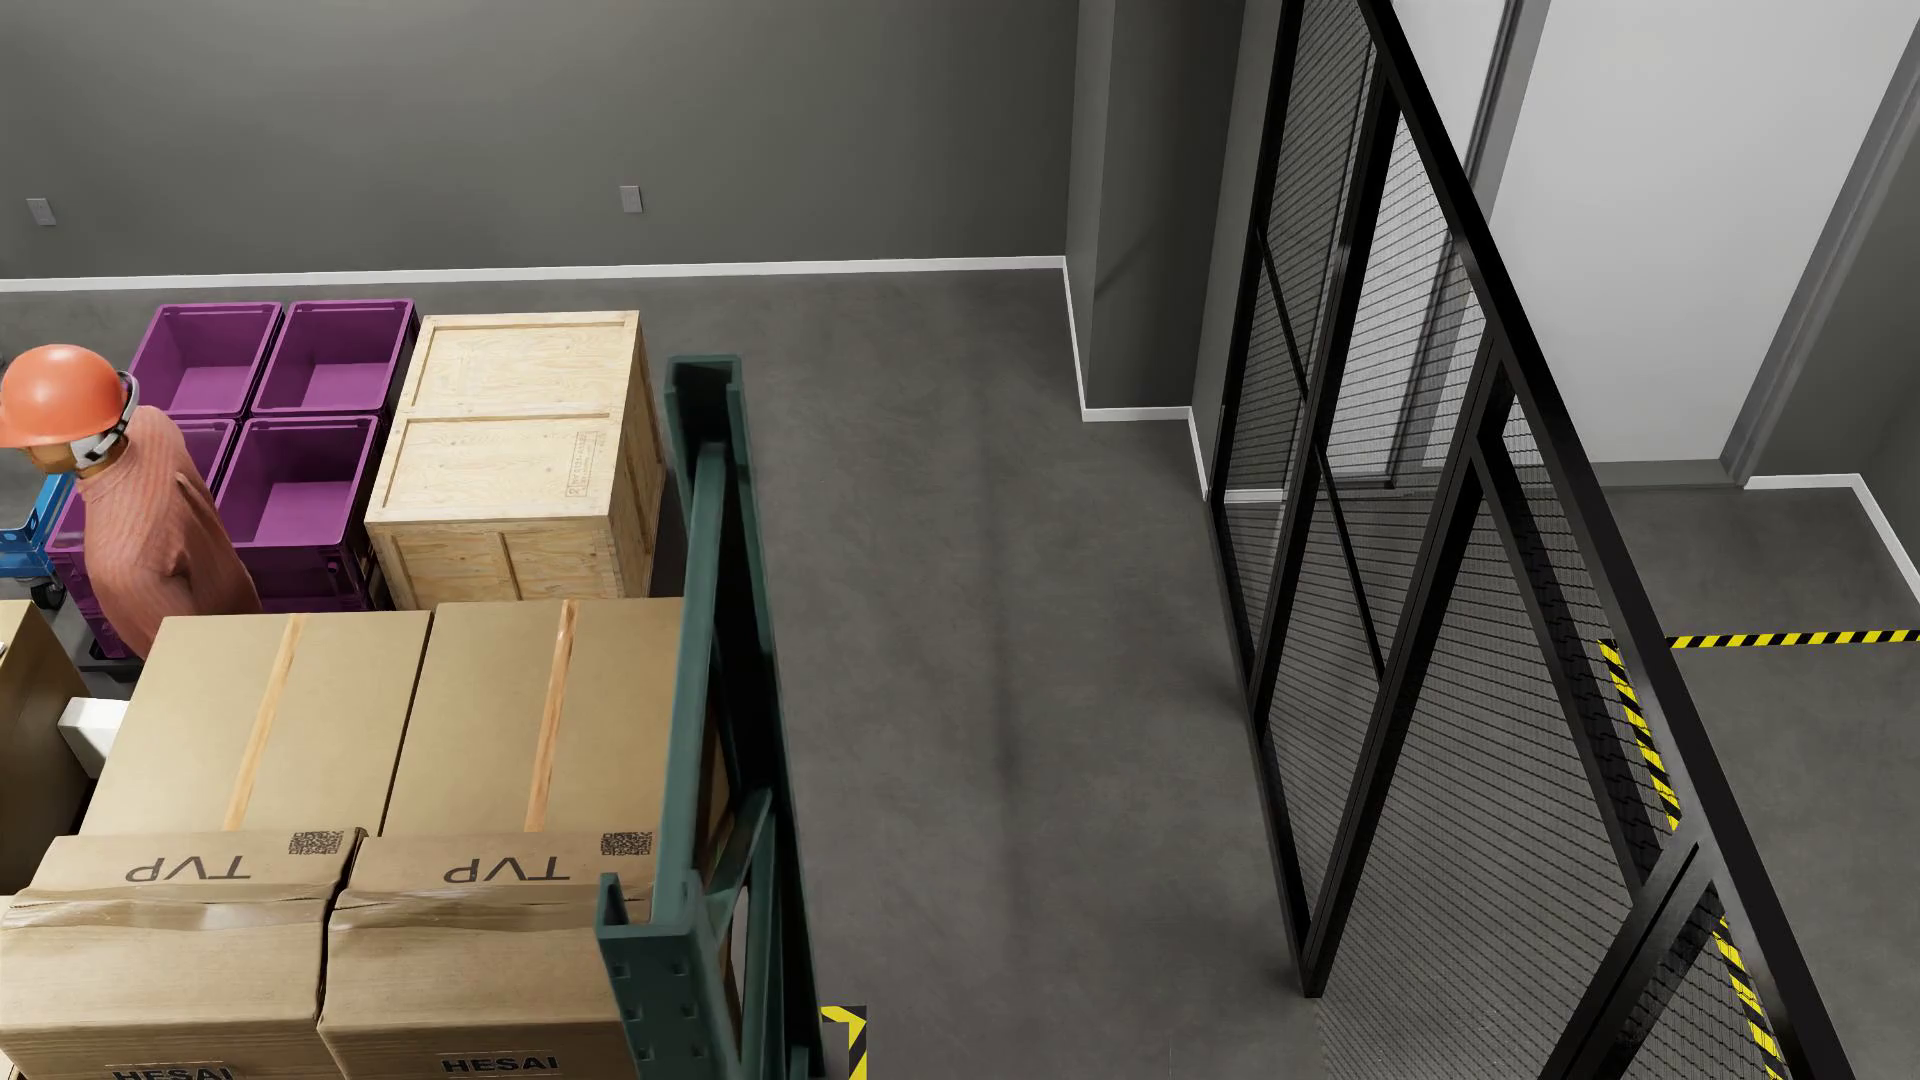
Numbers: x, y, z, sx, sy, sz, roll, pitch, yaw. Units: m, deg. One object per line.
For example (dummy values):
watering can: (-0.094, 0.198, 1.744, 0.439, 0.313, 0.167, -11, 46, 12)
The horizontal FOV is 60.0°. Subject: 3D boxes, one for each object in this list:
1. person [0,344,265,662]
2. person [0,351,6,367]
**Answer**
person: (-2.051, 0.265, 4.463, 0.386, 1.995, 0.613, -11, 47, -10)
person: (-4.038, -1.266, 5.966, 0.372, 1.940, 0.630, -4, 46, -3)
